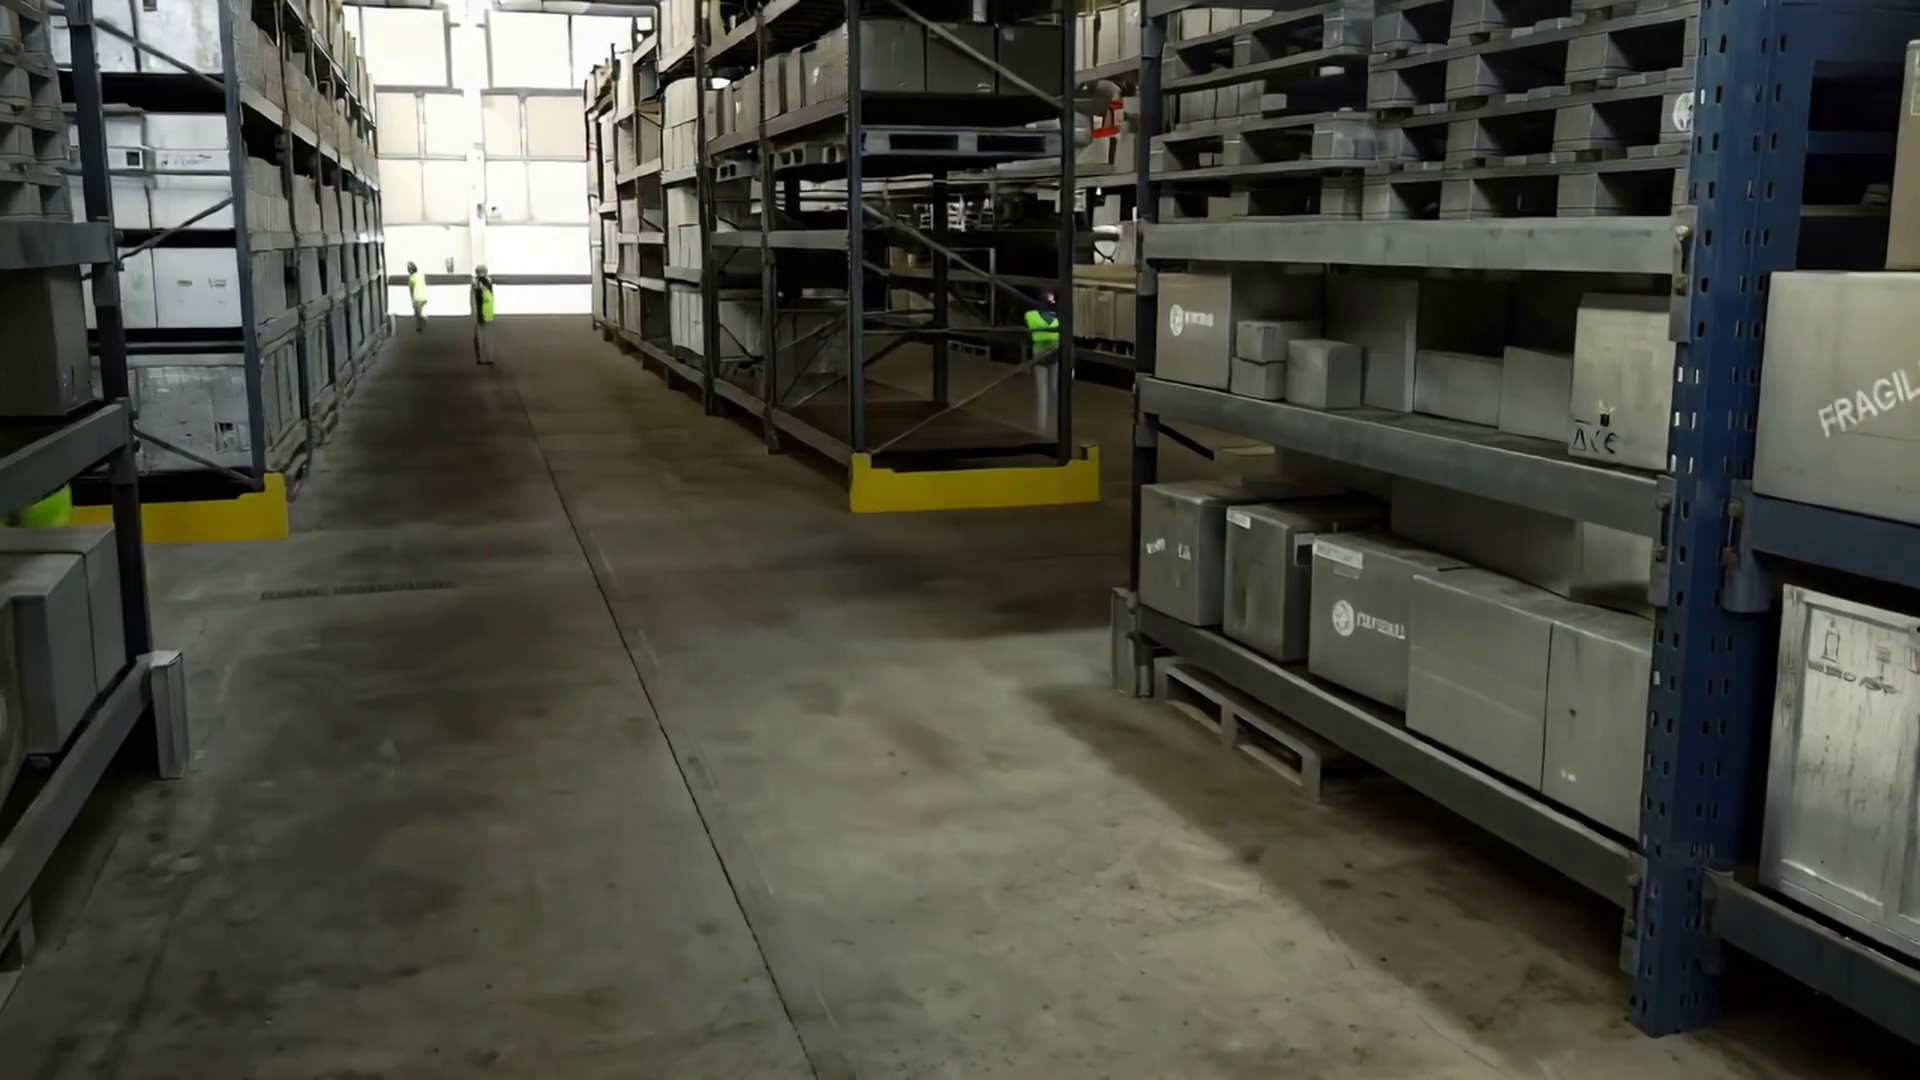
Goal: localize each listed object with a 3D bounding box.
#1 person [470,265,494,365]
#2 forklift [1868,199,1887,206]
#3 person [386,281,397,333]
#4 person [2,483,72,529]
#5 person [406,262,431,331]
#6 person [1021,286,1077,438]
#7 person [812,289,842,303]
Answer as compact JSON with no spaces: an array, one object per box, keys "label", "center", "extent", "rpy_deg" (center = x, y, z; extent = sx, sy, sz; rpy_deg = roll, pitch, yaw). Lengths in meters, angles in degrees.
[{"label":"person","center":[-8.794,-4.128,30.582],"extent":[0.404,1.829,0.591],"rpy_deg":[-3,11,-18]},{"label":"forklift","center":[11.338,-2.915,21.052],"extent":[1.129,2.768,1.873],"rpy_deg":[-3,11,-17]},{"label":"person","center":[-14.191,-5.911,40.436],"extent":[0.947,1.789,0.650],"rpy_deg":[-3,11,-14]},{"label":"person","center":[-4.426,-0.125,8.091],"extent":[0.621,2.022,0.631],"rpy_deg":[-8,13,-37]},{"label":"person","center":[-13.394,-6.014,41.214],"extent":[0.534,1.720,0.592],"rpy_deg":[3,11,15]},{"label":"person","center":[1.011,-1.983,18.919],"extent":[0.578,1.792,0.946],"rpy_deg":[-2,11,-13]},{"label":"person","center":[-2.714,-4.801,34.114],"extent":[0.654,1.885,0.709],"rpy_deg":[-5,11,-24]}]
